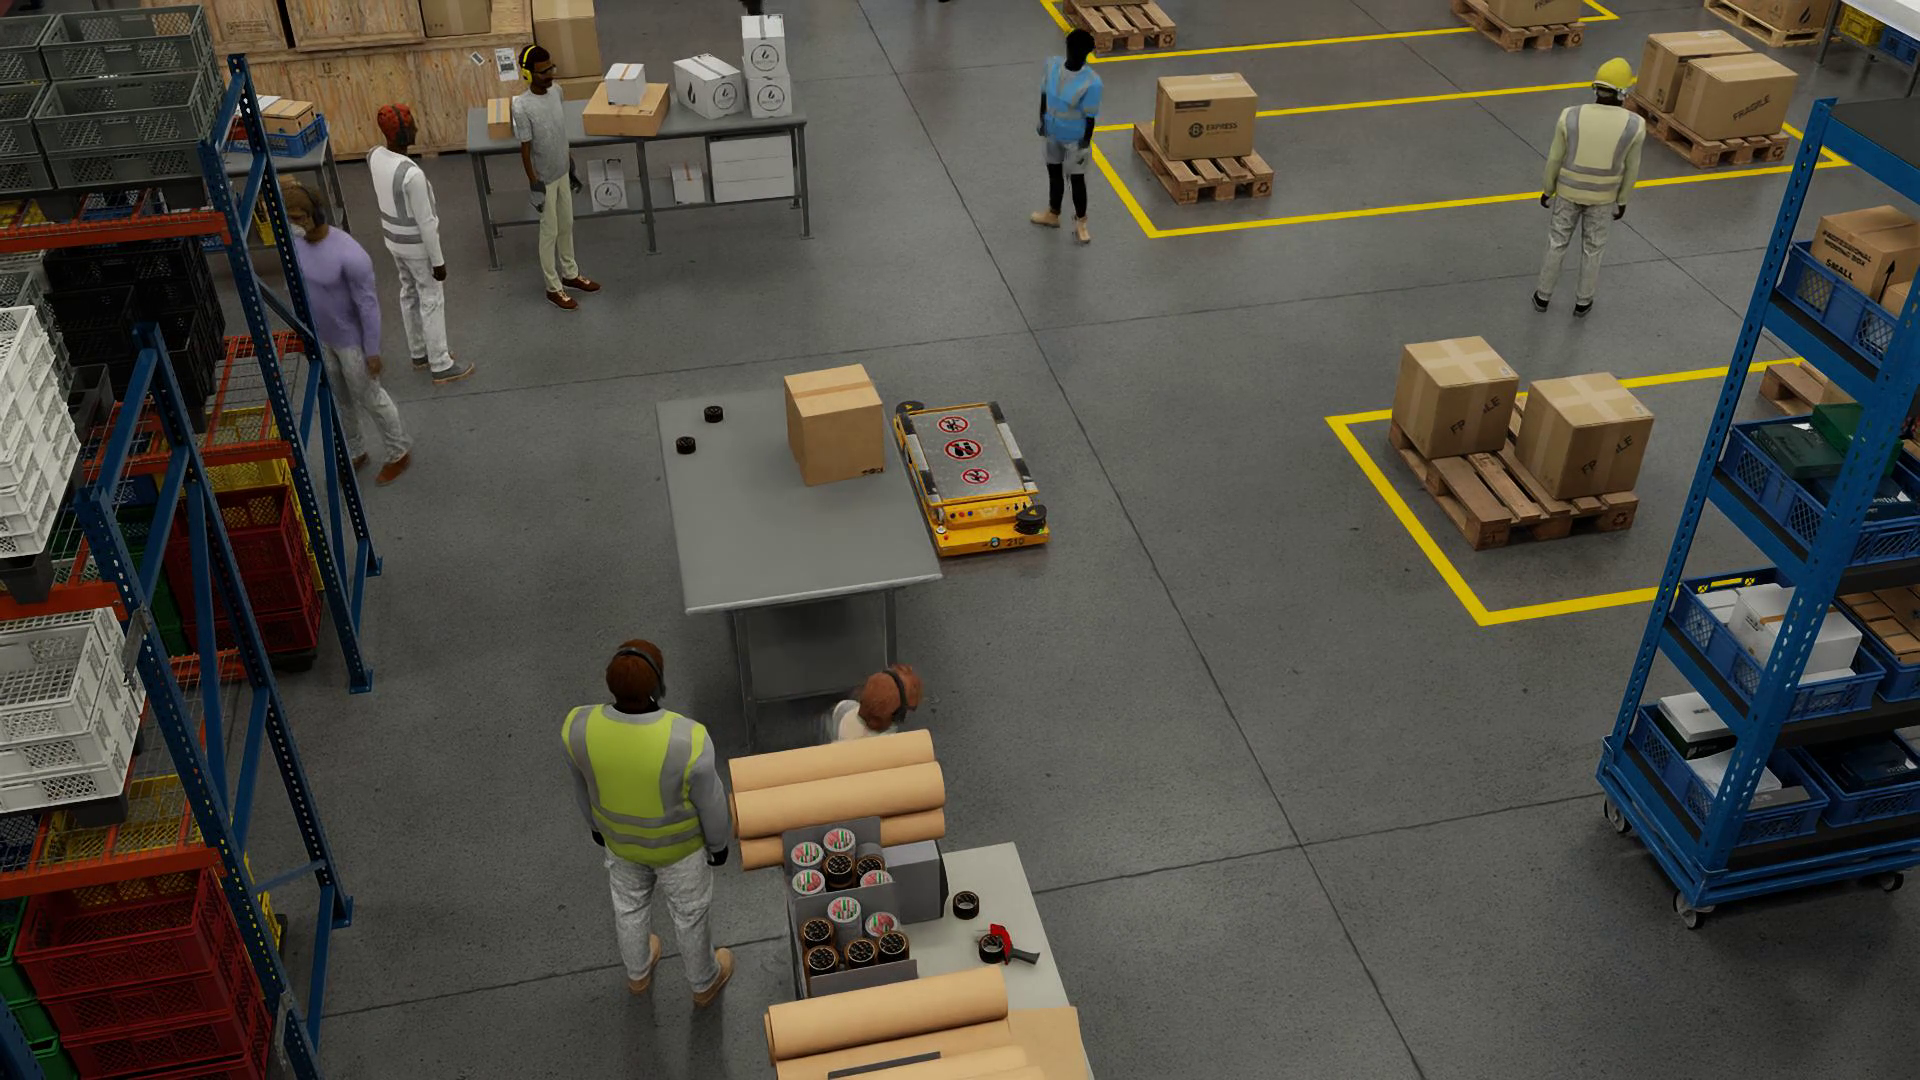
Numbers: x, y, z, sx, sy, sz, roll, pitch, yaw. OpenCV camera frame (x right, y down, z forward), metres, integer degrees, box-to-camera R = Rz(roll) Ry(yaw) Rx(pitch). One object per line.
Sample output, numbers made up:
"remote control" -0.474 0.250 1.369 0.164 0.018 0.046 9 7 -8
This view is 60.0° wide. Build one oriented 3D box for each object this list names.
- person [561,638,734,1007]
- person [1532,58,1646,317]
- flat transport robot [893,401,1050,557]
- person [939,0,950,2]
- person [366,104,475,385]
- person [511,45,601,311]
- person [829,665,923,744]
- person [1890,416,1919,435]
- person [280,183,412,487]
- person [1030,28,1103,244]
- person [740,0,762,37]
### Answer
"person" -1.216 1.157 6.680 0.630 1.836 0.430 7 37 10
"person" 4.327 -2.418 11.487 0.593 1.826 0.403 13 39 17
"flat transport robot" 0.046 -0.430 10.108 0.652 0.197 1.431 -8 37 -10
"person" -0.275 -6.439 16.831 0.636 1.903 0.405 16 40 21
"person" -3.526 -1.905 10.759 0.579 1.875 0.343 31 46 34
"person" -2.832 -2.531 11.603 0.328 1.872 0.513 14 39 18
"person" -0.371 1.182 6.815 0.437 1.610 0.531 -25 43 -29
"person" 4.241 0.108 7.954 0.387 1.993 0.611 9 38 12
"person" -3.640 -1.184 9.742 0.633 1.941 0.374 15 39 20
"person" 0.770 -3.060 12.481 0.652 1.672 0.316 30 46 34
"person" -2.133 -5.809 15.989 0.658 1.892 0.456 18 40 22
